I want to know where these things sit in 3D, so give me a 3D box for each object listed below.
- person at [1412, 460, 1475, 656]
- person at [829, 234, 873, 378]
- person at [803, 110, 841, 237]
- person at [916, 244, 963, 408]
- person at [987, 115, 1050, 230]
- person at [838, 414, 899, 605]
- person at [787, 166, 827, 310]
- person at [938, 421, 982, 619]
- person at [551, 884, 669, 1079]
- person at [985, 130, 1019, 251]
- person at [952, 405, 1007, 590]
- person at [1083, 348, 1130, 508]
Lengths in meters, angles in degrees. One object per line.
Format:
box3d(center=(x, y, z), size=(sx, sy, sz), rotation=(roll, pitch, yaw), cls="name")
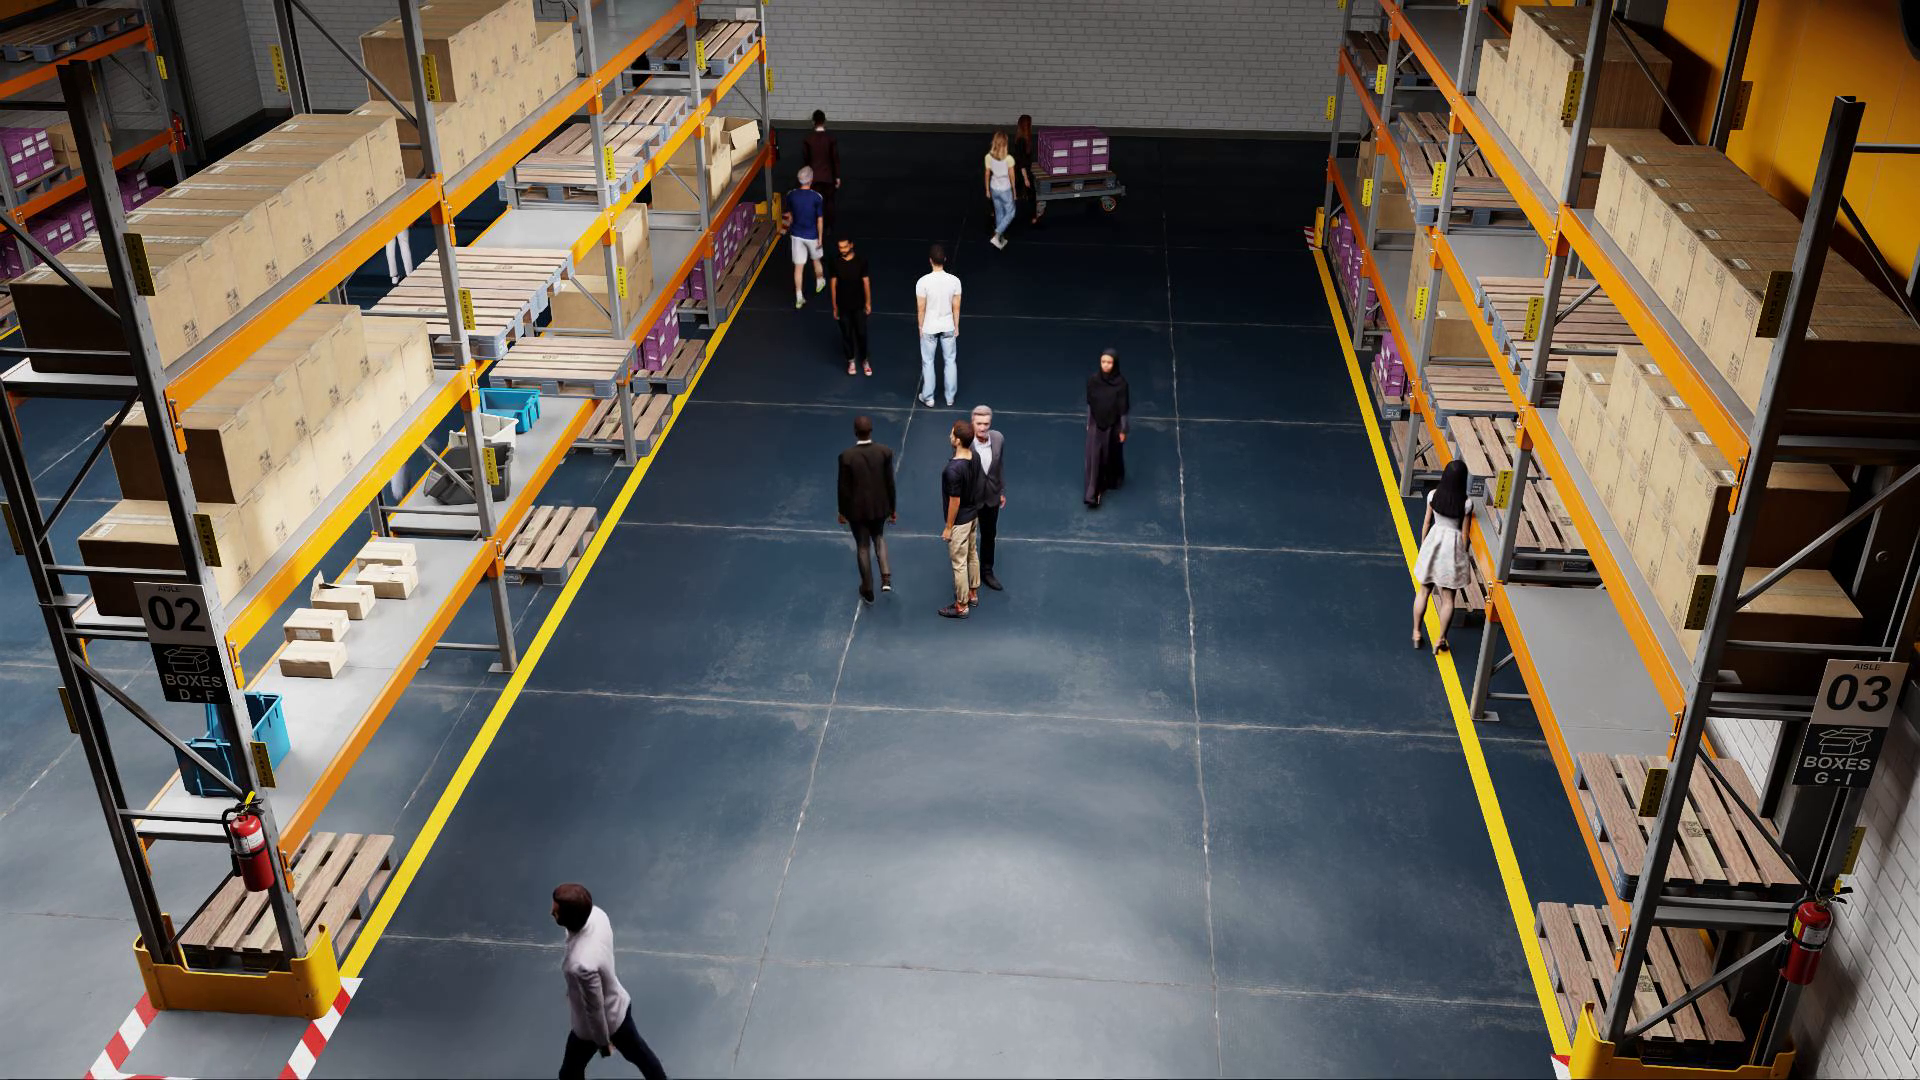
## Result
box3d(center=(4.106, 0.140, 14.125), size=(0.775, 1.769, 0.799), rotation=(19, 34, 30), cls="person")
box3d(center=(-1.300, -2.784, 19.521), size=(0.703, 1.734, 0.727), rotation=(-4, 29, -7), cls="person")
box3d(center=(-1.994, -5.175, 23.800), size=(0.756, 1.836, 1.089), rotation=(1, 29, 2), cls="person")
box3d(center=(-0.243, -2.400, 18.686), size=(0.739, 1.860, 0.683), rotation=(-7, 29, -13), cls="person")
box3d(center=(0.806, -5.316, 24.219), size=(0.803, 1.680, 1.113), rotation=(7, 29, 13), cls="person")
box3d(center=(-0.786, -0.224, 14.771), size=(0.807, 1.789, 0.855), rotation=(-11, 31, -20), cls="person")
box3d(center=(-2.019, -3.874, 21.462), size=(0.616, 1.789, 1.145), rotation=(3, 29, 5), cls="person")
box3d(center=(0.021, -0.189, 14.635), size=(0.764, 1.859, 0.592), rotation=(13, 31, 22), cls="person")
box3d(center=(-1.951, 2.683, 9.428), size=(0.761, 1.803, 1.092), rotation=(2, 29, 3), cls="person")
box3d(center=(0.571, -4.873, 23.376), size=(0.860, 1.711, 0.993), rotation=(14, 32, 24), cls="person")
box3d(center=(0.166, -0.384, 15.015), size=(0.813, 1.836, 0.814), rotation=(-14, 31, -23), cls="person")
box3d(center=(1.500, -1.184, 16.731), size=(0.784, 1.598, 1.142), rotation=(9, 30, 16), cls="person")
